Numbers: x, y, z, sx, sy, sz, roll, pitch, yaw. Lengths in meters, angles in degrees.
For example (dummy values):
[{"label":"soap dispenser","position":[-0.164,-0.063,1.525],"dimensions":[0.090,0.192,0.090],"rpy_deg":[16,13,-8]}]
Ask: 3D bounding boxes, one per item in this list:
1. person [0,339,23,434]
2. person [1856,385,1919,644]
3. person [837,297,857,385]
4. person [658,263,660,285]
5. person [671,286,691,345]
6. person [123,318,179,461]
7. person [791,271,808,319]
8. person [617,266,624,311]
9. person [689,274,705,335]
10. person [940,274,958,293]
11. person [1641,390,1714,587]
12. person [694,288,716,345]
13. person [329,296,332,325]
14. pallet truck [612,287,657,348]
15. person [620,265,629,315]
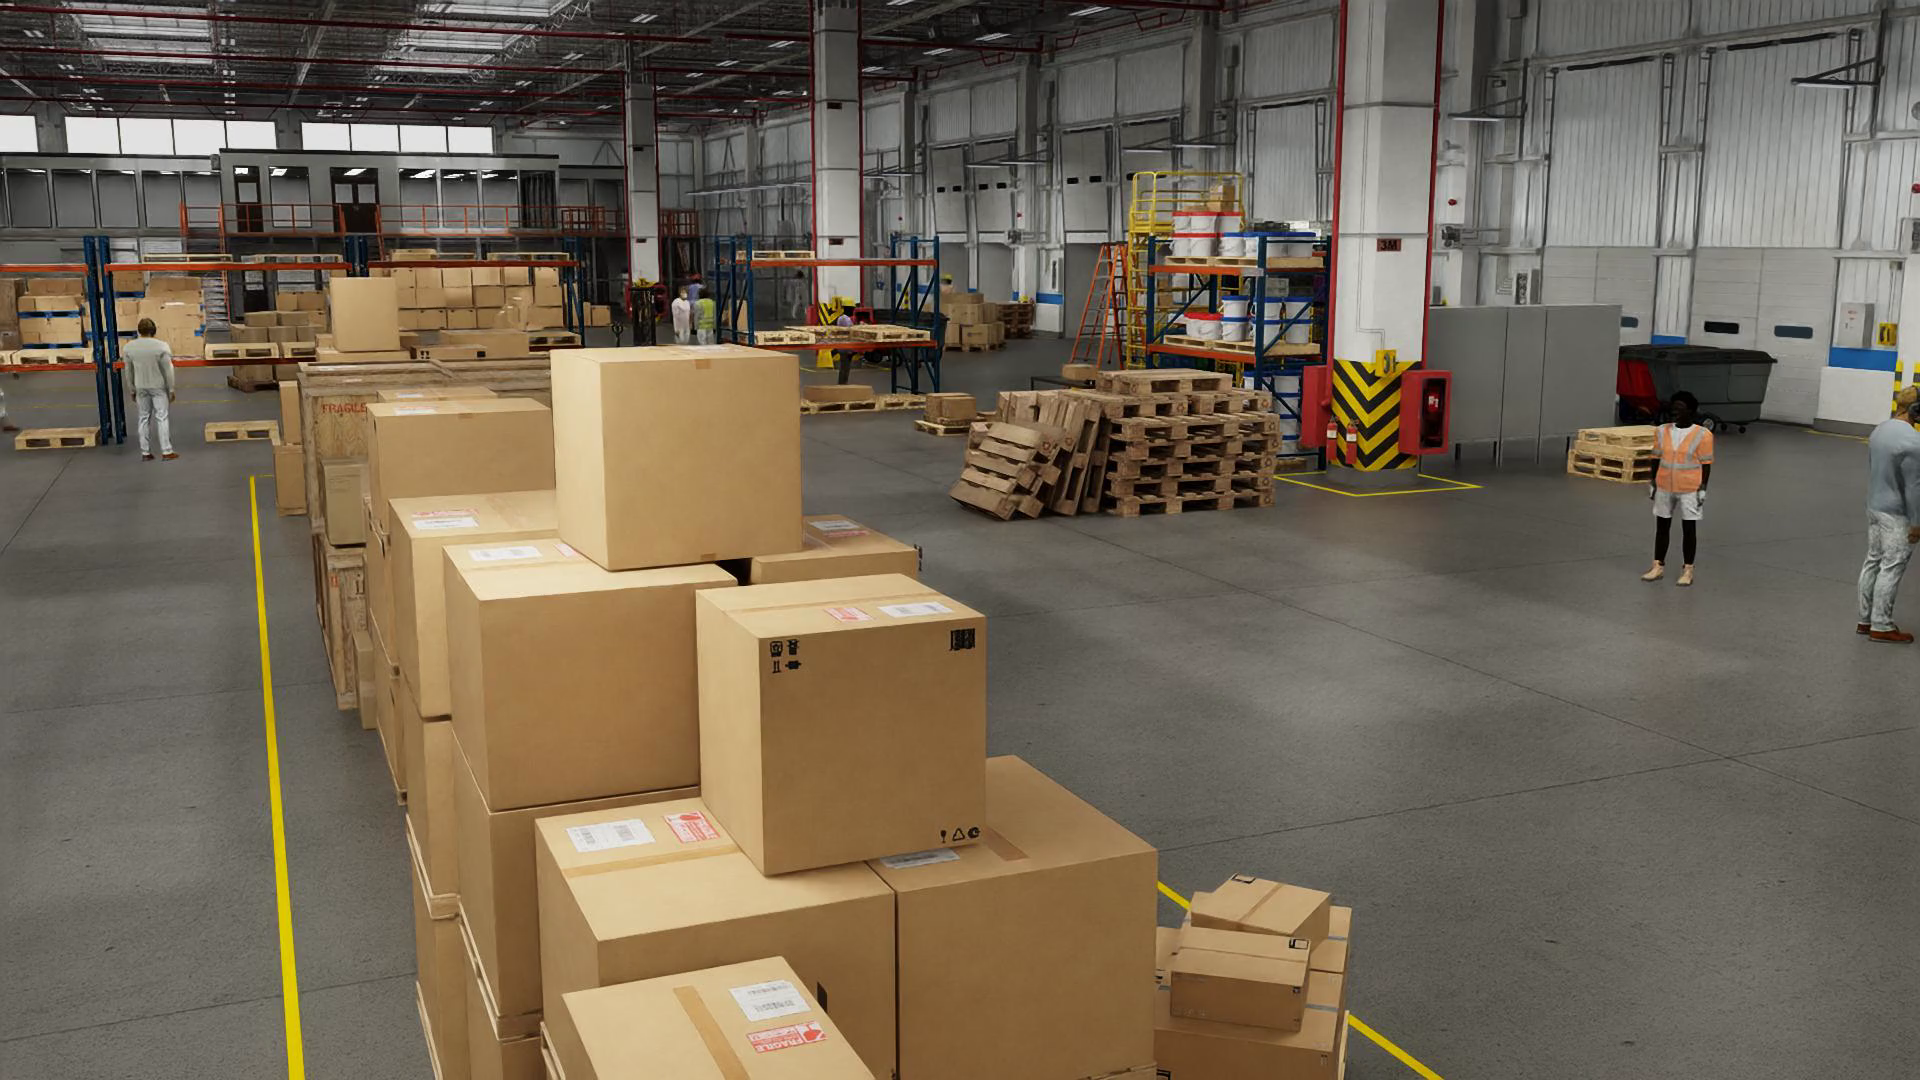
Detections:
[{"label":"person","position":[-14.722,-2.534,25.474],"dimensions":[0.858,1.851,0.587],"rpy_deg":[0,10,0]},{"label":"person","position":[6.951,-0.189,12.364],"dimensions":[0.383,1.931,0.631],"rpy_deg":[0,10,1]},{"label":"person","position":[-2.092,-3.532,30.817],"dimensions":[0.389,1.919,0.586],"rpy_deg":[-3,11,-14]},{"label":"person","position":[-13.400,-11.225,73.188],"dimensions":[0.979,1.937,0.647],"rpy_deg":[8,13,38]},{"label":"person","position":[-6.219,-4.708,37.246],"dimensions":[0.373,1.936,0.627],"rpy_deg":[3,11,18]},{"label":"person","position":[-10.904,-2.024,22.438],"dimensions":[0.631,1.939,0.370],"rpy_deg":[-1,10,-4]},{"label":"person","position":[-5.919,-9.153,62.142],"dimensions":[0.948,1.791,0.645],"rpy_deg":[3,11,16]},{"label":"person","position":[-13.806,-10.316,68.371],"dimensions":[0.570,1.859,0.848],"rpy_deg":[-7,12,-33]},{"label":"person","position":[-8.182,-7.389,52.134],"dimensions":[0.550,1.882,0.999],"rpy_deg":[6,12,28]},{"label":"person","position":[-0.376,-7.306,51.716],"dimensions":[0.587,1.890,0.891],"rpy_deg":[3,11,16]},{"label":"person","position":[6.233,-0.448,14.417],"dimensions":[0.322,1.696,0.536],"rpy_deg":[-9,14,-42]},{"label":"person","position":[-5.970,-4.953,38.853],"dimensions":[0.429,1.839,0.634],"rpy_deg":[10,14,44]},{"label":"person","position":[-16.415,-5.873,43.890],"dimensions":[0.668,1.855,0.531],"rpy_deg":[7,12,32]},{"label":"pallet truck","position":[-6.464,-4.406,35.401],"dimensions":[0.823,1.965,1.885],"rpy_deg":[6,12,32]},{"label":"person","position":[-12.959,-9.723,64.839],"dimensions":[0.605,1.951,0.380],"rpy_deg":[2,10,10]}]
